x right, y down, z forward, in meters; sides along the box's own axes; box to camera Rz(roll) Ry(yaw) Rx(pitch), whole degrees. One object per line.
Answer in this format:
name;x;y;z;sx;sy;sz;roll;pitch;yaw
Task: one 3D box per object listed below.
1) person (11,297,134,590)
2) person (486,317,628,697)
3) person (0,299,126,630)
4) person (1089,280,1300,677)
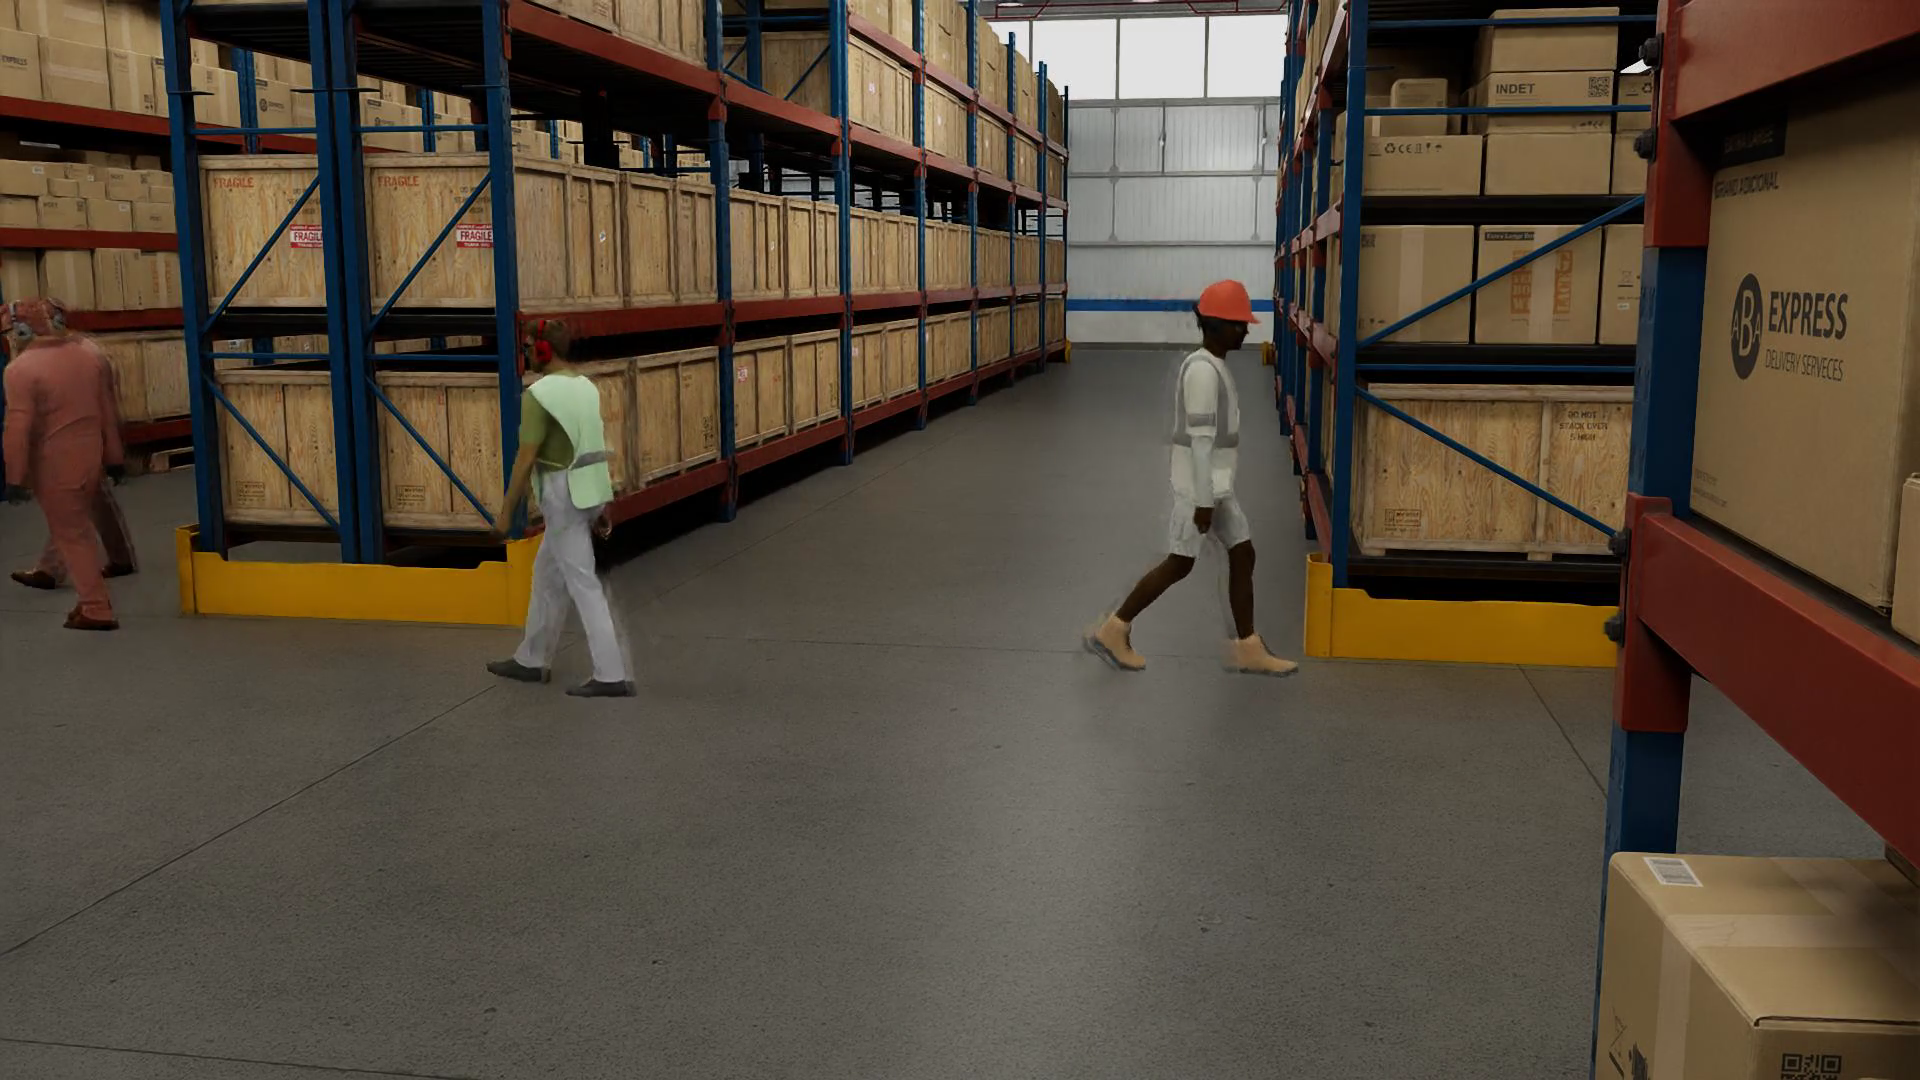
person;-5.769;-0.611;10.647;0.647;1.853;1.003;5;10;27
person;-1.990;-0.147;7.936;0.904;1.805;0.578;2;9;9
person;-5.060;-0.407;9.325;0.584;1.870;0.724;2;9;10
person;1.160;-0.297;8.288;1.022;1.997;0.613;3;10;17
